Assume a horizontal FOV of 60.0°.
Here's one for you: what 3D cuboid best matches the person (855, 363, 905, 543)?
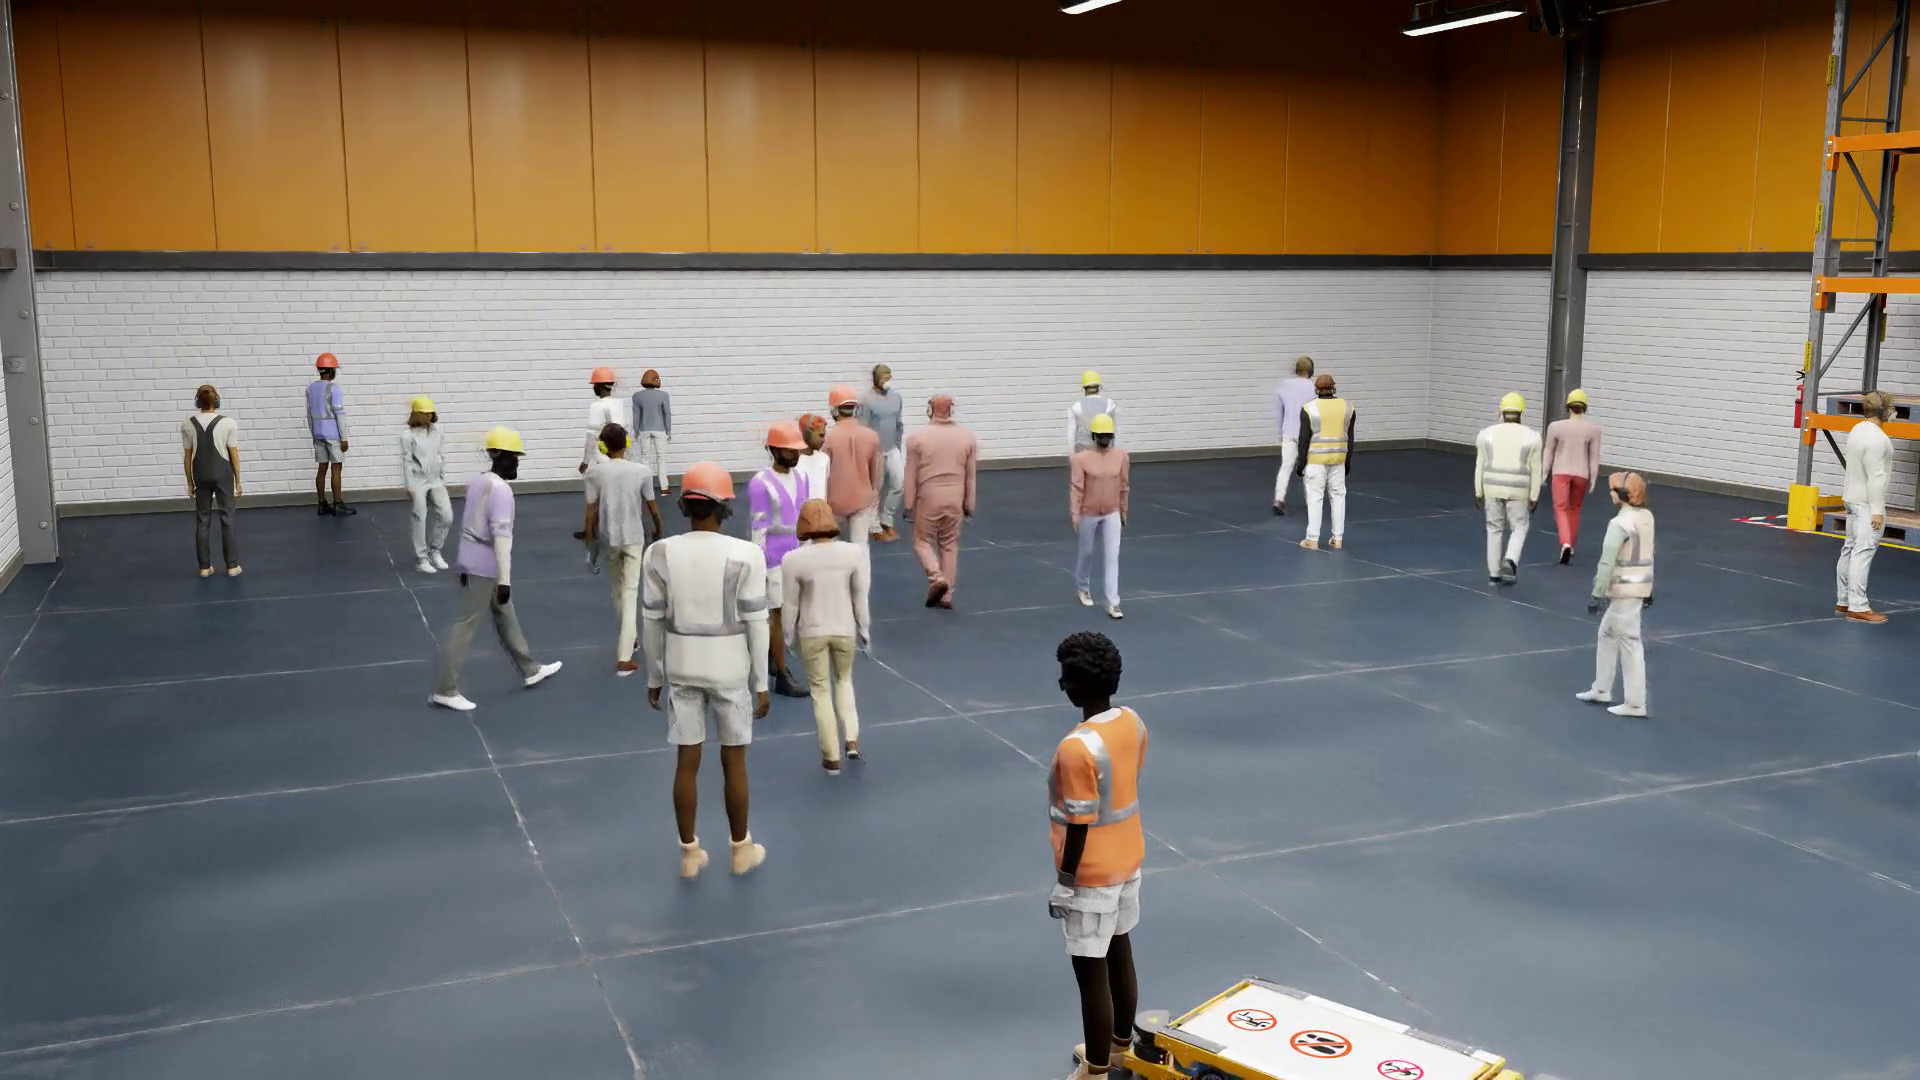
[{"bbox_3d":[-0.816,-0.917,17.745,0.659,1.923,0.473,-9,13,-42],"label":"person"}]

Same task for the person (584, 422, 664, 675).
[{"bbox_3d":[-2.467,0.032,12.322,0.554,1.808,0.997,0,9,0],"label":"person"}]

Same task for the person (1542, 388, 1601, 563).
[{"bbox_3d":[6.143,-0.650,16.697,0.521,1.736,0.825,2,9,9],"label":"person"}]

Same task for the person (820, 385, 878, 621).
[{"bbox_3d":[-1.024,-0.321,14.014,0.617,1.957,0.909,-5,11,-28],"label":"person"}]

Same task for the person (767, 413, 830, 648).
[{"bbox_3d":[-1.288,-0.084,12.990,0.977,1.842,0.585,9,13,43],"label":"person"}]

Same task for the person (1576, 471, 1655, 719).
[{"bbox_3d":[4.293,0.349,10.976,0.649,1.612,0.546,9,13,43],"label":"person"}]

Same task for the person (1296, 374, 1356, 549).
[{"bbox_3d":[3.810,-0.816,17.408,0.619,1.839,0.430,-2,10,-11],"label":"person"}]

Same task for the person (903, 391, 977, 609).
[{"bbox_3d":[-0.175,-0.330,14.286,0.671,1.891,0.466,-4,10,-22],"label":"person"}]

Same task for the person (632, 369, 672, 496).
[{"bbox_3d":[-3.963,-1.382,21.445,0.498,1.633,0.283,1,9,5],"label":"person"}]

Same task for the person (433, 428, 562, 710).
[{"bbox_3d":[-3.160,0.179,11.312,1.013,1.853,0.686,-6,11,-31],"label":"person"}]

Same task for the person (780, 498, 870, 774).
[{"bbox_3d":[-0.791,0.557,9.719,0.519,1.613,0.406,-3,10,-18],"label":"person"}]

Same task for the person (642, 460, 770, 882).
[{"bbox_3d":[-1.204,0.631,8.027,0.615,2.039,0.396,1,9,8],"label":"person"}]

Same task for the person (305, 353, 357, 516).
[{"bbox_3d":[-7.460,-1.248,19.719,0.552,1.934,0.364,5,11,27],"label":"person"}]

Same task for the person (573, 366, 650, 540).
[{"bbox_3d":[-3.730,-0.899,17.746,0.959,1.902,0.561,3,10,18],"label":"person"}]

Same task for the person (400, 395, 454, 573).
[{"bbox_3d":[-5.136,-0.532,15.987,0.413,1.725,0.512,7,11,35],"label":"person"}]

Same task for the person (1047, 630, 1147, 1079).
[{"bbox_3d":[0.476,1.156,5.888,0.319,1.693,0.532,5,11,28],"label":"person"}]

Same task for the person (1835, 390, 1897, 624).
[{"bbox_3d":[7.558,-0.280,13.850,0.367,1.939,0.635,2,10,12],"label":"person"}]

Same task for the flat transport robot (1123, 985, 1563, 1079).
[{"bbox_3d":[1.339,1.876,5.823,1.431,0.197,0.652,8,13,41],"label":"flat transport robot"}]

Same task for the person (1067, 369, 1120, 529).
[{"bbox_3d":[1.488,-0.988,18.530,0.601,1.808,0.688,0,9,0],"label":"person"}]

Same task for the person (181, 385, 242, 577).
[{"bbox_3d":[-7.114,-0.556,15.846,0.501,1.839,0.341,-1,9,-7],"label":"person"}]

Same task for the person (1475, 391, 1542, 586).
[{"bbox_3d":[5.015,-0.449,15.254,0.599,1.818,0.499,5,11,27],"label":"person"}]

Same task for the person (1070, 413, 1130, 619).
[{"bbox_3d":[1.184,-0.230,14.210,0.541,1.723,0.905,-2,9,-9],"label":"person"}]

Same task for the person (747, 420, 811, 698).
[{"bbox_3d":[-1.261,0.119,11.474,0.558,1.922,0.558,7,12,36],"label":"person"}]

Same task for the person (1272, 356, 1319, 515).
[{"bbox_3d":[4.034,-1.244,19.830,0.632,1.903,0.970,6,11,32],"label":"person"}]
